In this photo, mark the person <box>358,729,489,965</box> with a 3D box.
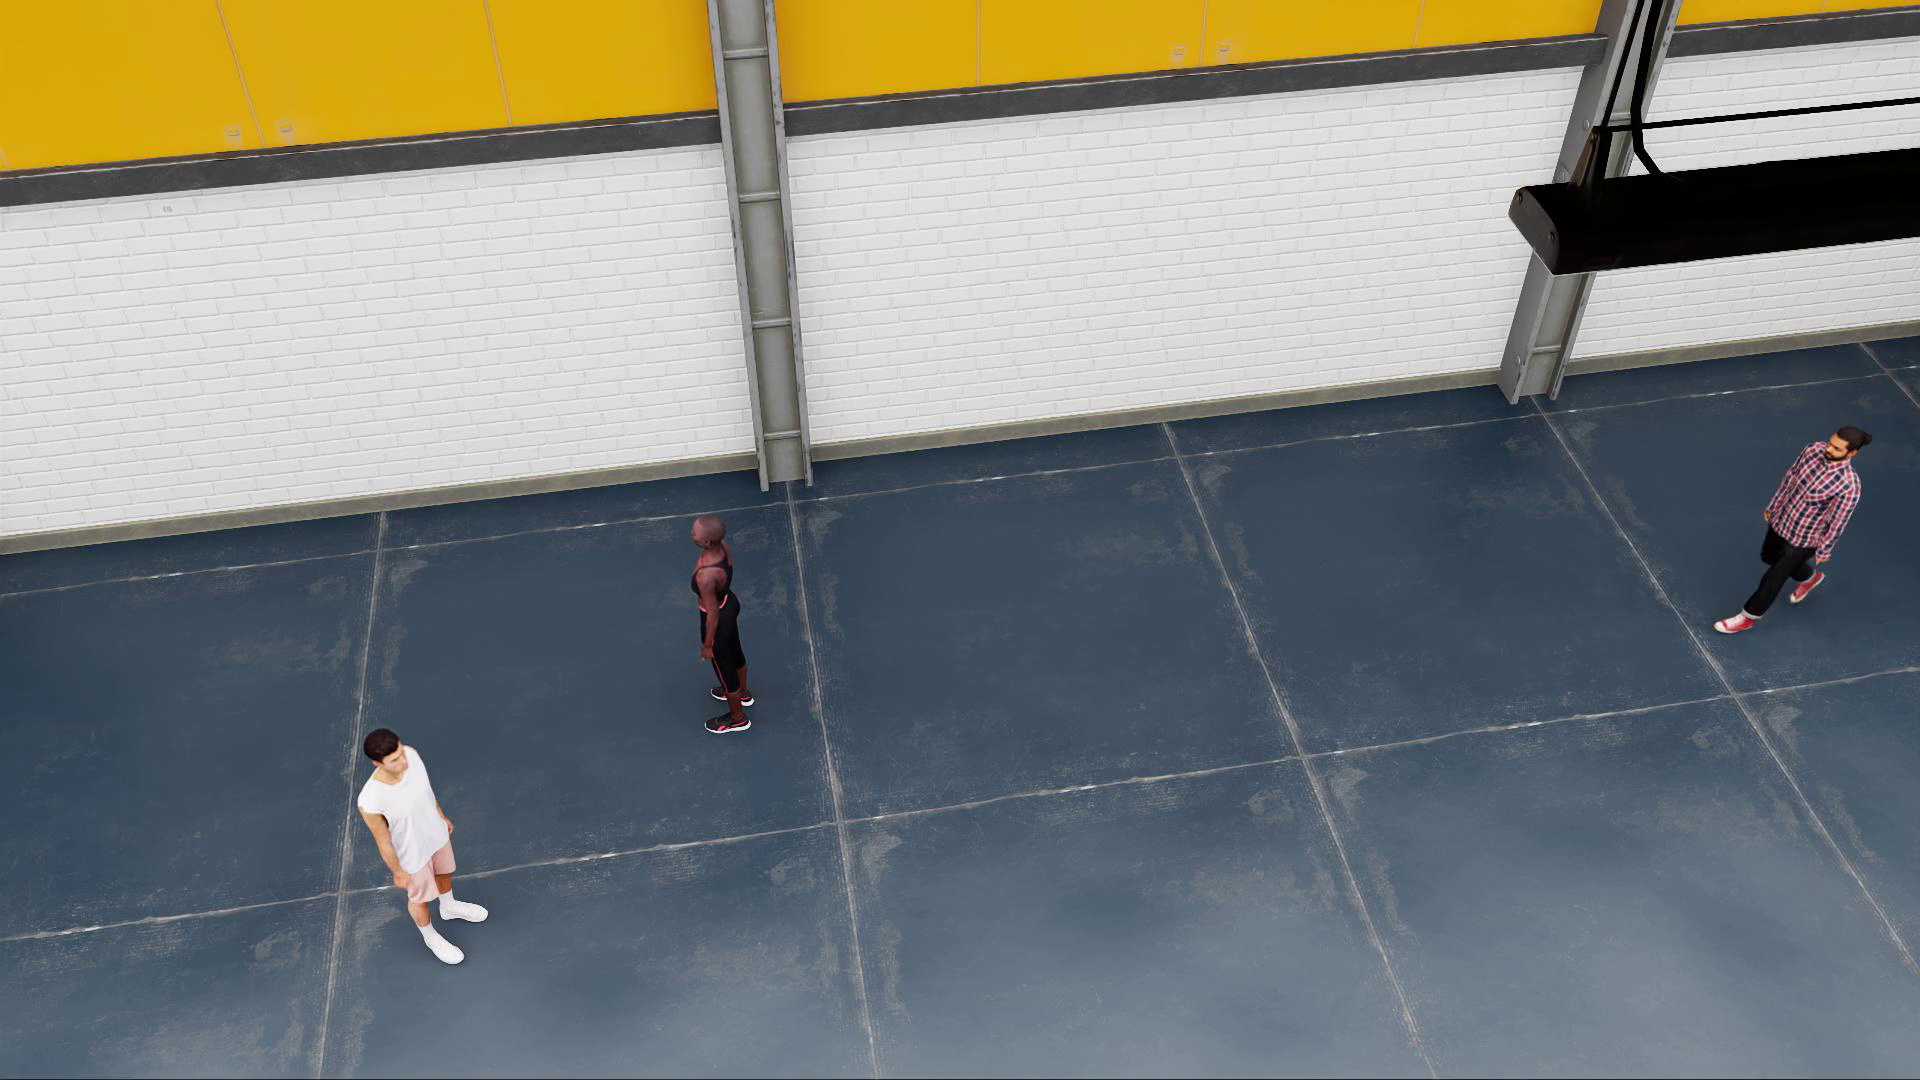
[{"bbox_3d":[-3.000,1.640,9.140,0.730,1.789,0.726,12,45,13],"label":"person"}]

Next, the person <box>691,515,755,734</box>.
[{"bbox_3d":[-1.482,0.506,10.353,0.609,1.758,0.638,3,44,3],"label":"person"}]

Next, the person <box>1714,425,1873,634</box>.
[{"bbox_3d":[5.608,-0.095,10.998,1.018,1.740,0.675,-8,44,-8],"label":"person"}]
